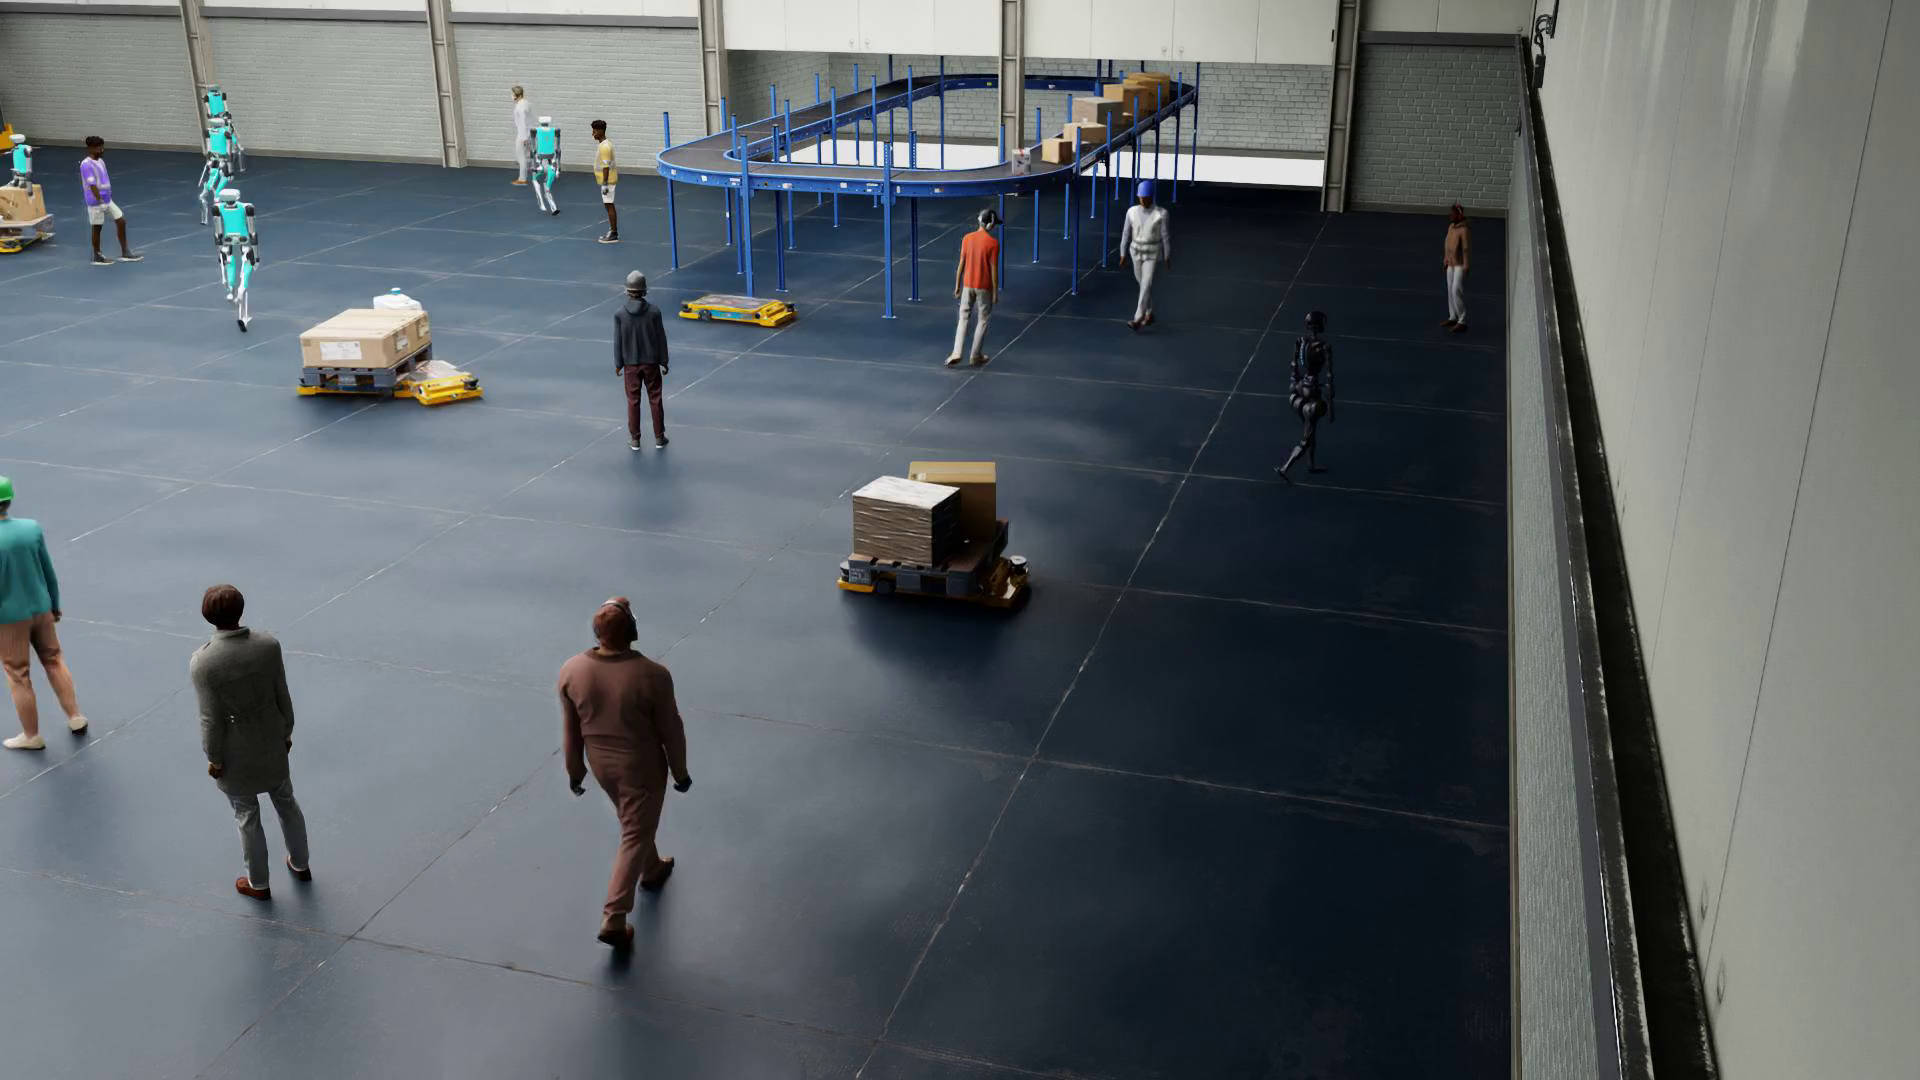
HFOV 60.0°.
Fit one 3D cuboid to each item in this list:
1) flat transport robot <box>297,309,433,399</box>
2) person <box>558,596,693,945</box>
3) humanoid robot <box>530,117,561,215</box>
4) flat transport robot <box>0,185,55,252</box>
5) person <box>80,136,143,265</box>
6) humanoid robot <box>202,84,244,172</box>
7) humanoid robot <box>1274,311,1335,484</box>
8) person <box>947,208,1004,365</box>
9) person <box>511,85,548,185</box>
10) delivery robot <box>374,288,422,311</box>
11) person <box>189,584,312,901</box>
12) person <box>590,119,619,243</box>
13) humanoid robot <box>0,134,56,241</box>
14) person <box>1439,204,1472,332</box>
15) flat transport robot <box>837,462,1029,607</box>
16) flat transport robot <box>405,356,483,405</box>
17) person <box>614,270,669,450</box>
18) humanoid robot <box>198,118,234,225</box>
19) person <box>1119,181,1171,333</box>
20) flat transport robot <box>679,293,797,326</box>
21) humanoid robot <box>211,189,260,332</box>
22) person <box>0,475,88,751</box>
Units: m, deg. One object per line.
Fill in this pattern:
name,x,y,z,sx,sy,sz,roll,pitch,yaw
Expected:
flat transport robot,-6.686,-1.808,18.868,1.431,0.231,0.659,2,21,5
person,-1.781,1.196,8.859,0.646,1.866,0.976,7,22,18
humanoid robot,-7.259,-6.533,29.083,0.565,1.737,1.028,-10,23,-25
flat transport robot,-15.278,-4.815,26.667,0.659,0.231,1.431,-3,21,-8
person,-12.886,-5.123,25.146,0.816,1.929,0.610,1,21,3
humanoid robot,-14.825,-8.297,33.690,0.743,1.798,0.530,11,24,26
humanoid robot,3.278,-1.369,15.827,0.740,1.642,0.603,-11,24,-27
person,0.183,-2.967,19.645,0.561,1.871,0.632,9,23,23
person,-8.364,-7.835,32.216,0.738,1.916,0.637,-1,21,-2
delivery robot,-7.248,-2.935,21.418,0.796,0.613,0.499,20,28,41
person,-3.912,1.107,9.142,0.361,1.826,0.515,18,27,38
person,-5.724,-5.807,26.897,0.372,1.959,0.602,-4,21,-10
humanoid robot,-15.088,-5.558,26.528,0.530,1.743,0.948,16,26,35
person,6.386,-3.514,21.398,0.360,1.633,0.494,-5,22,-12
flat transport robot,-0.216,0.277,13.459,1.431,0.231,0.659,6,22,15
flat transport robot,-6.043,-1.819,18.896,0.659,0.231,1.431,-17,27,-36
person,-3.195,-1.796,16.688,0.548,1.812,0.367,-4,21,-11
humanoid robot,-12.757,-6.204,28.327,0.537,1.841,0.875,7,22,17
person,2.322,-3.627,21.307,0.645,1.899,0.986,13,25,31
flat transport robot,-2.948,-3.055,22.102,1.431,0.231,0.659,8,23,20
humanoid robot,-9.352,-3.563,21.407,0.541,1.787,0.912,-3,21,-9
person,-6.073,0.472,10.742,0.387,1.867,0.572,12,24,28
